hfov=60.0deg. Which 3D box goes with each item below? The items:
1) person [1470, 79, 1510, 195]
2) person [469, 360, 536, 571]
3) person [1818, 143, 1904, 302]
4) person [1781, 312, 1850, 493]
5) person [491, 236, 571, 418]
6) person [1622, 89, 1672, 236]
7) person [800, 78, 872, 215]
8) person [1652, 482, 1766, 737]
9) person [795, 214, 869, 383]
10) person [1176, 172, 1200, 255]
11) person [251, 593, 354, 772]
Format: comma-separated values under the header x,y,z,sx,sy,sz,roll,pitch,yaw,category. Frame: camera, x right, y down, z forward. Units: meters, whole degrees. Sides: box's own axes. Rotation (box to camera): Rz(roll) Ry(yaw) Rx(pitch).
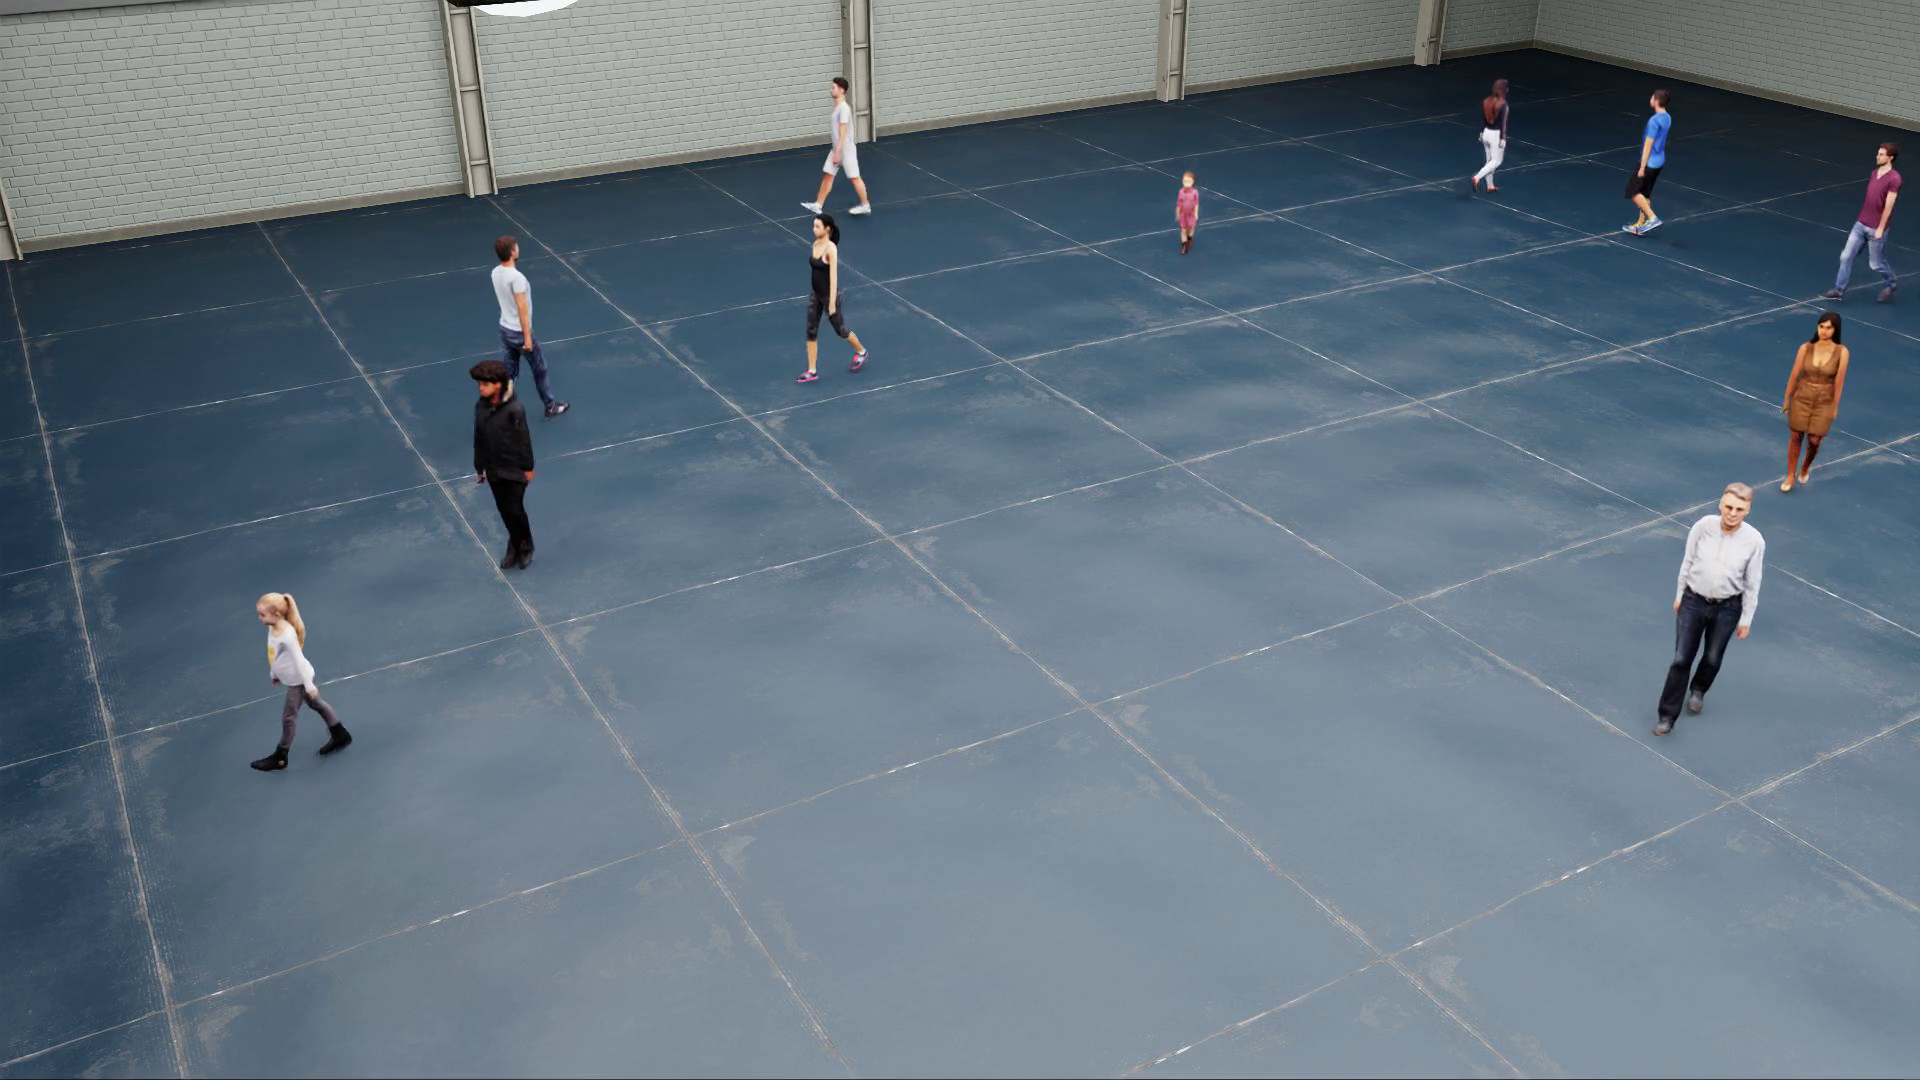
x,y,z,sx,sy,sz,roll,pitch,yaw,category
7.337,-5.540,22.977,0.886,1.594,0.616,-14,30,-25,person
-3.573,-0.622,13.246,0.743,1.759,0.788,9,29,17,person
10.474,-3.576,18.913,1.217,1.823,0.914,-5,28,-10,person
7.426,-1.195,14.452,0.691,1.674,0.739,19,33,33,person
-4.254,-1.937,15.712,0.895,1.838,1.128,20,33,34,person
8.877,-4.768,21.194,0.796,1.854,0.781,24,35,38,person
-1.453,-5.157,22.005,1.241,1.804,0.875,-8,28,-16,person
5.090,0.412,11.203,0.962,1.791,1.143,17,32,29,person
-1.273,-2.453,16.881,1.143,1.687,0.678,-20,33,-34,person
2.859,-4.111,20.836,0.574,1.013,0.629,5,28,10,person
-4.261,0.890,10.857,0.878,1.257,0.526,-18,32,-31,person
